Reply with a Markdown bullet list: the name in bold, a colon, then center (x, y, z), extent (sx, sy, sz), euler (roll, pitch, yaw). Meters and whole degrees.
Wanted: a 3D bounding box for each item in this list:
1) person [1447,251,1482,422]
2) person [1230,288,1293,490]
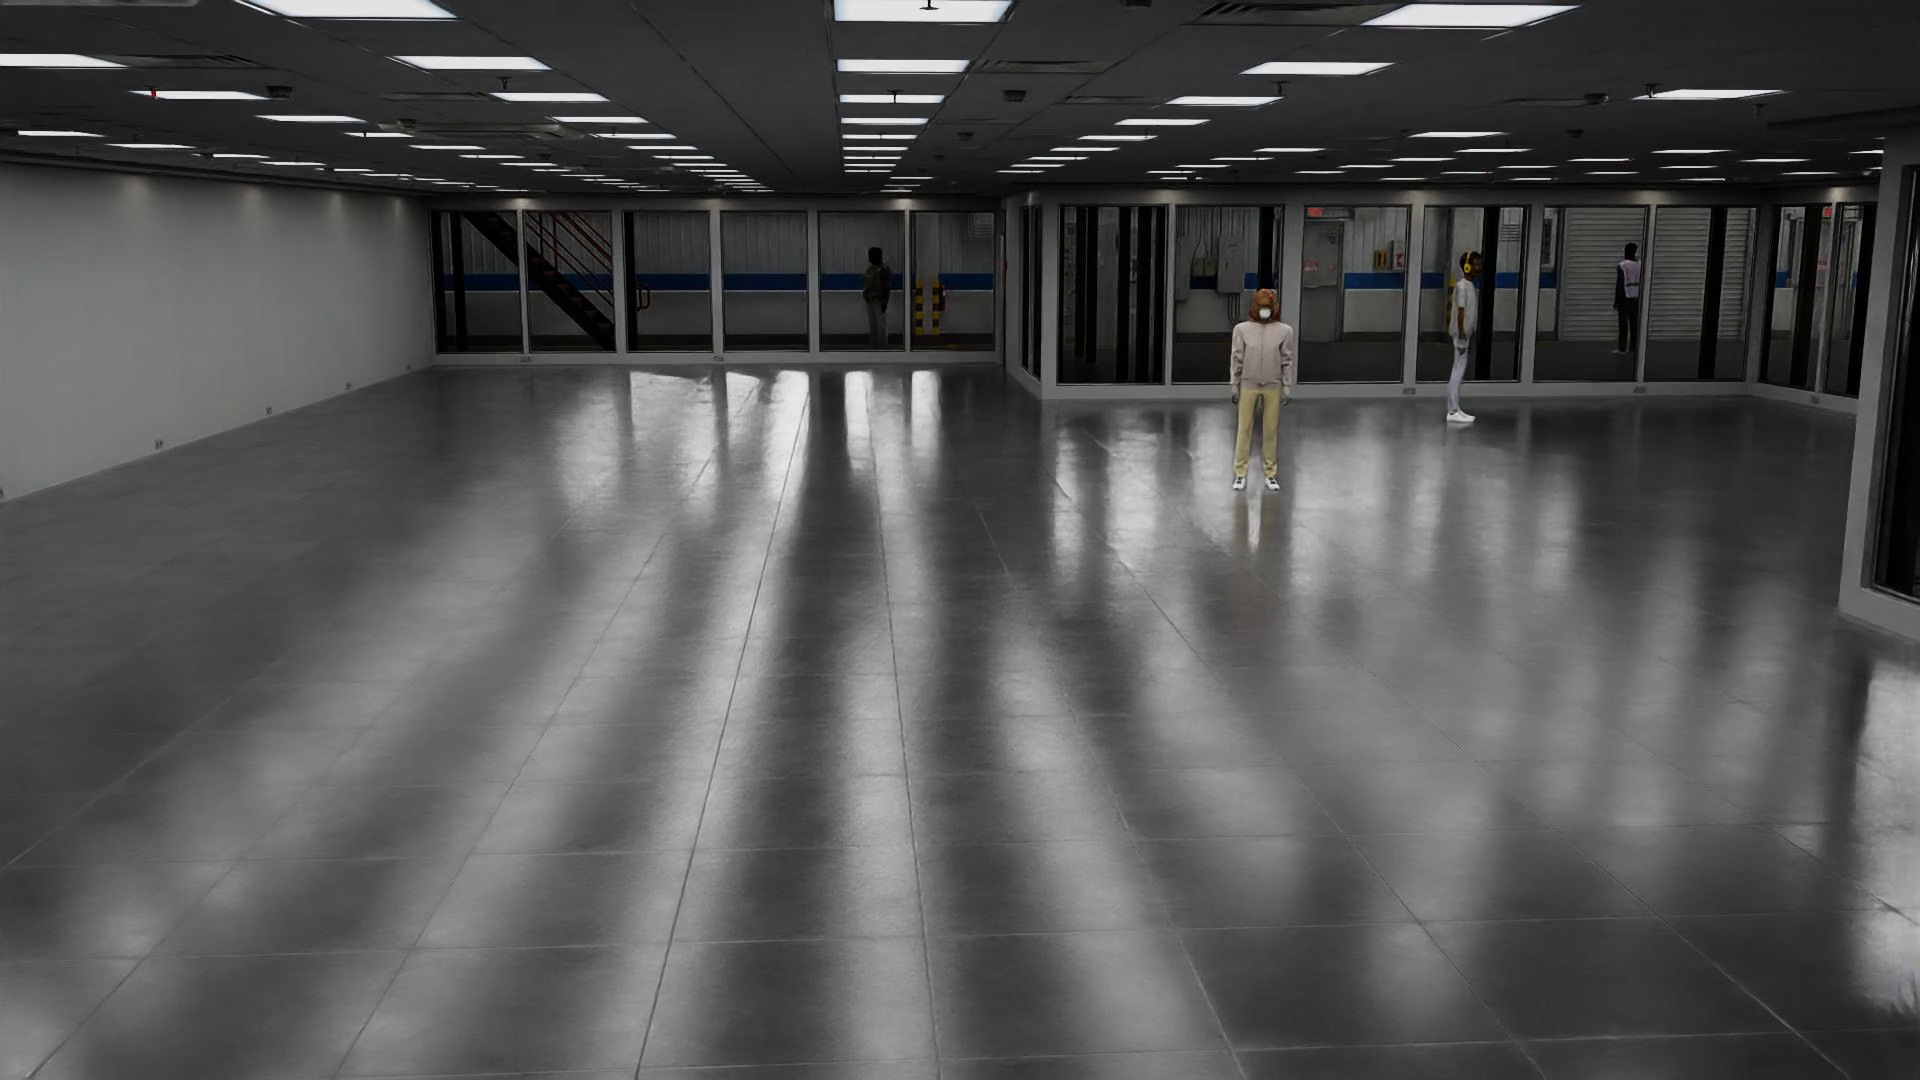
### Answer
- **person**: center (5.579, -2.239, 18.368), extent (0.335, 1.873, 0.521), euler (5, 11, 23)
- **person**: center (2.438, -1.218, 13.491), extent (0.499, 1.634, 0.289), euler (1, 11, 4)
